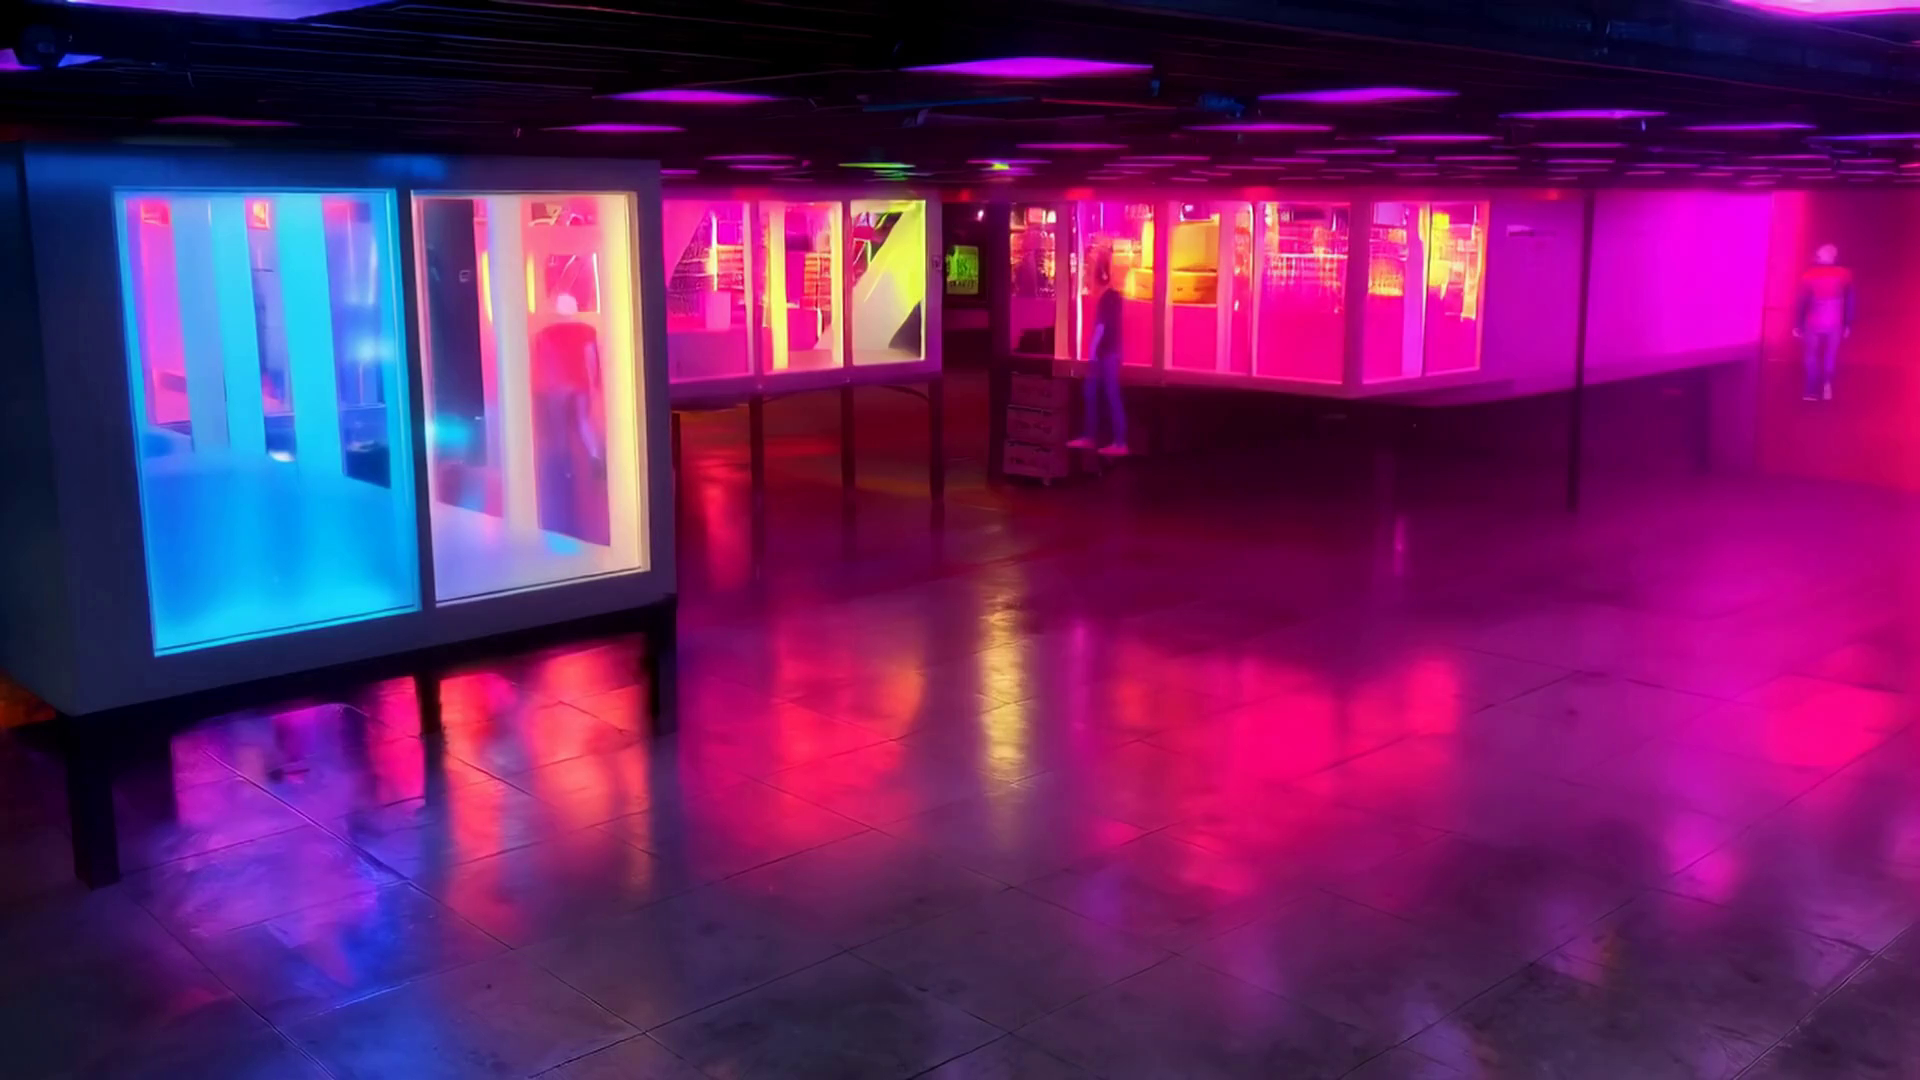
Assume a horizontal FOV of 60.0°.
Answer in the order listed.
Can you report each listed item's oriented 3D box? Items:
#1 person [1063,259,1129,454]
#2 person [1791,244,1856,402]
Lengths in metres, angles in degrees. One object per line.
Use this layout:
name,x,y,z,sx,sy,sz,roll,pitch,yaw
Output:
person,1.264,-1.727,15.775,0.796,1.841,0.563,4,12,17
person,10.371,-2.609,20.051,0.670,1.894,0.432,2,11,9
